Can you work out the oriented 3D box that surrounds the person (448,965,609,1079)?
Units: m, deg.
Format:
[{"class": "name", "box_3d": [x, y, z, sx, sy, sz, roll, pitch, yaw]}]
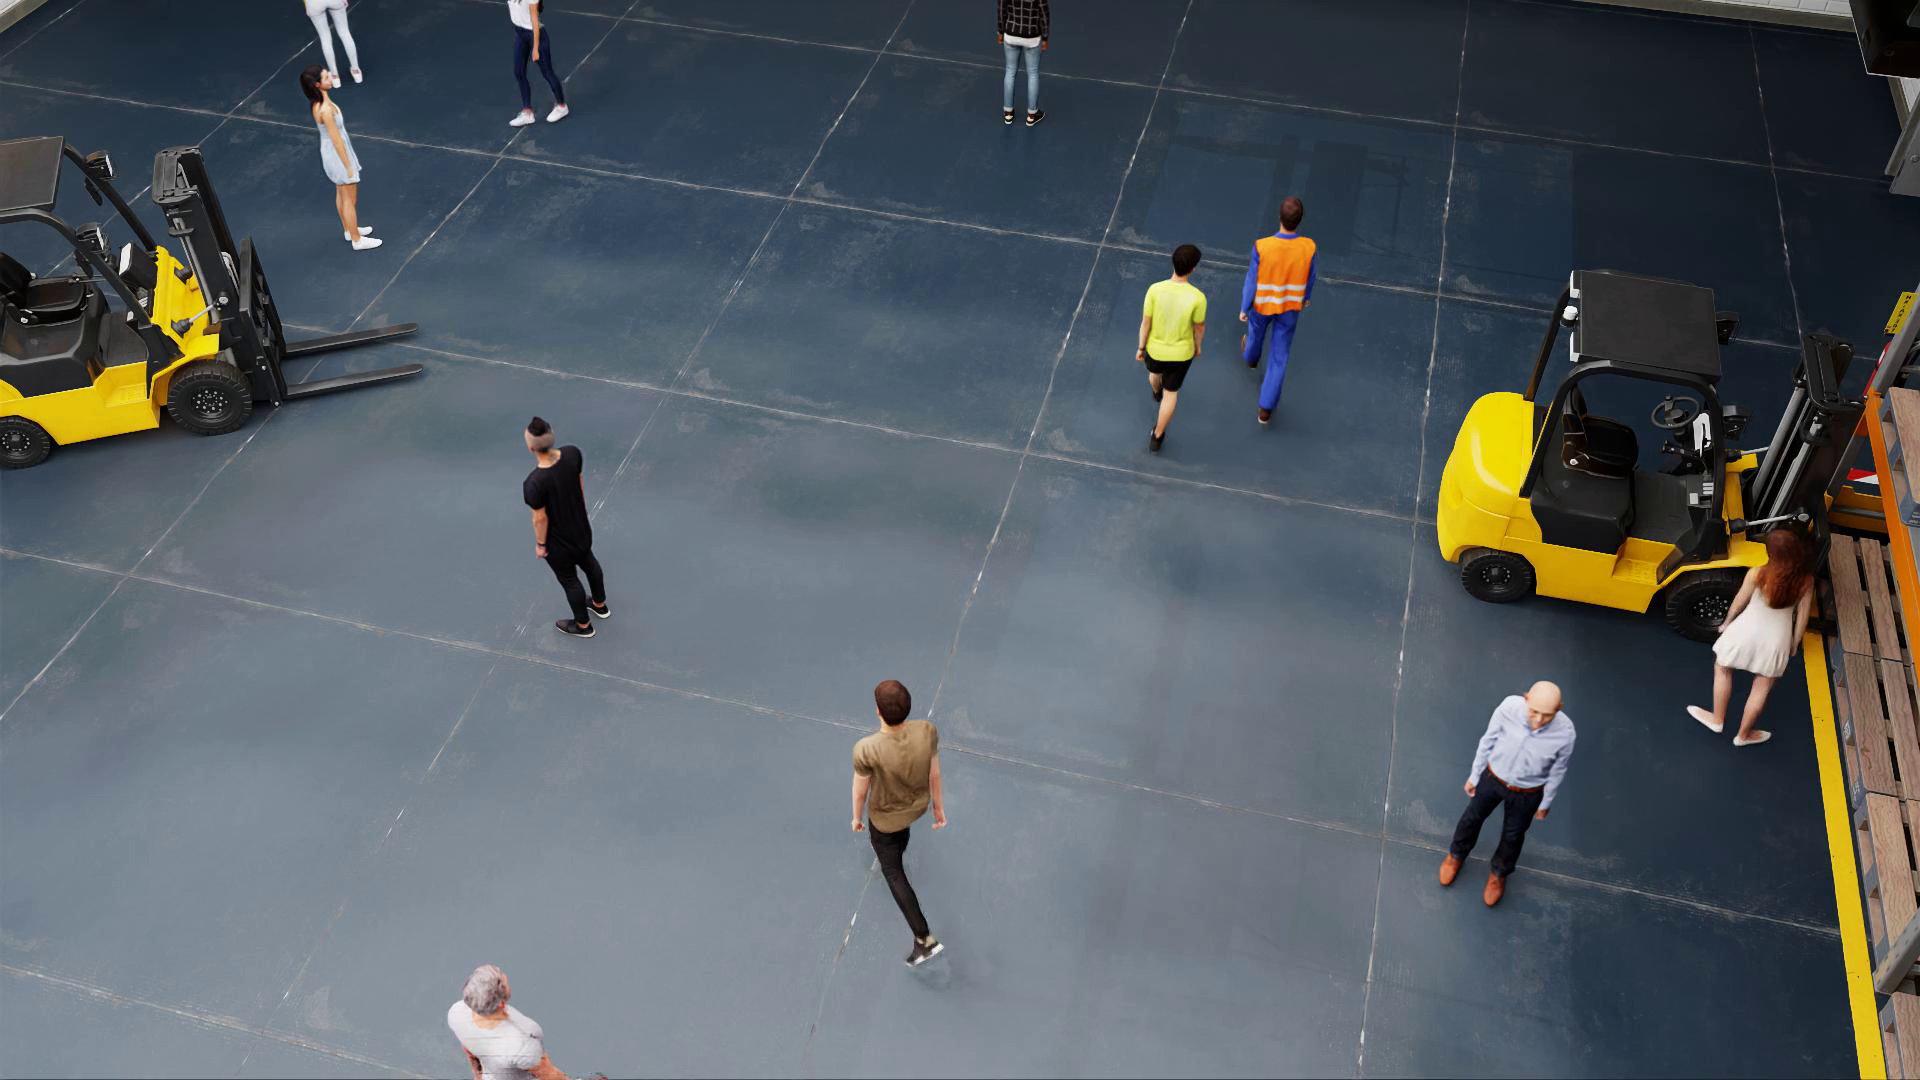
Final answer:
[{"class": "person", "box_3d": [-2.188, 2.740, 8.114, 1.014, 1.789, 1.276, 28, 50, 26]}]

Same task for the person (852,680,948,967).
[{"class": "person", "box_3d": [-0.304, 1.575, 9.323, 1.251, 1.809, 1.309, -23, 48, -22]}]

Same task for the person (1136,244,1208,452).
[{"class": "person", "box_3d": [1.582, -1.407, 12.562, 0.636, 1.660, 1.058, 10, 45, 10]}]

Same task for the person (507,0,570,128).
[{"class": "person", "box_3d": [-4.072, -4.879, 16.138, 0.853, 1.754, 0.976, 32, 52, 29]}]

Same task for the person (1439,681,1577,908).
[{"class": "person", "box_3d": [3.151, 1.403, 9.520, 0.701, 1.786, 0.664, 23, 48, 22]}]

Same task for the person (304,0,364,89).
[{"class": "person", "box_3d": [-6.375, -5.409, 16.697, 0.666, 1.749, 0.719, -20, 47, -19]}]

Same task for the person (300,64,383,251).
[{"class": "person", "box_3d": [-5.453, -3.362, 14.564, 0.723, 1.729, 0.667, -23, 48, -22]}]

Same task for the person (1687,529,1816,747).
[{"class": "person", "box_3d": [5.030, 0.625, 10.414, 0.719, 1.680, 0.576, 23, 48, 22]}]

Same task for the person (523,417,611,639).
[{"class": "person", "box_3d": [-2.623, -0.099, 11.034, 0.784, 1.873, 0.596, 19, 47, 19]}]

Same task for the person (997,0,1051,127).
[{"class": "person", "box_3d": [0.604, -4.893, 16.104, 0.653, 1.820, 0.529, 10, 45, 11]}]

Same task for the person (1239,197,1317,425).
[{"class": "person", "box_3d": [2.432, -1.723, 12.780, 0.894, 1.816, 1.243, 1, 44, 2]}]
